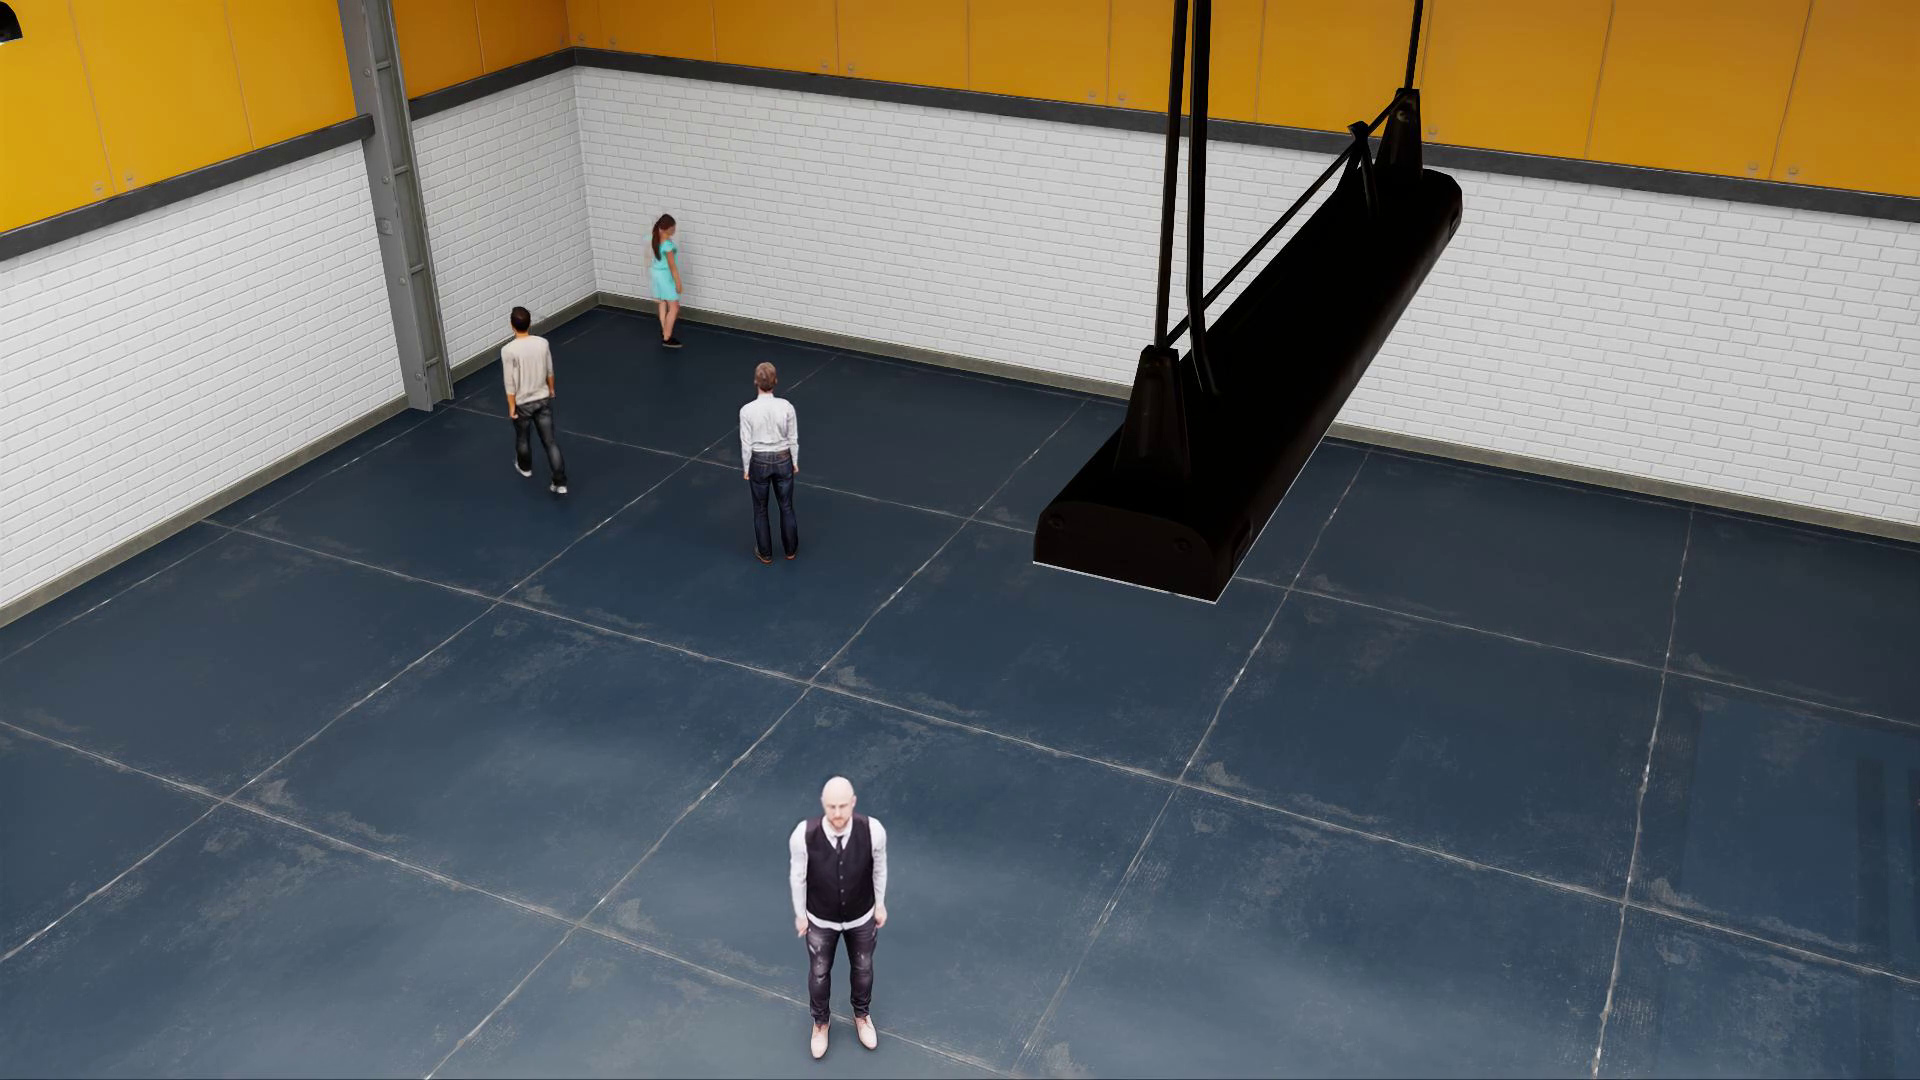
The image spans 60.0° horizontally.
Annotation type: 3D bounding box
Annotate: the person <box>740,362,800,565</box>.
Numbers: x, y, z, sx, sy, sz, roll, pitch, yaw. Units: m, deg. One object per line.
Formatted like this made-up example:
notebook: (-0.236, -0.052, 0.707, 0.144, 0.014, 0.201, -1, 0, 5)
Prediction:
person: (-1.620, -0.663, 14.214, 0.737, 1.820, 0.778, -7, 29, -13)

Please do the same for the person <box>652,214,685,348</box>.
person: (-3.344, -2.958, 18.717, 0.776, 1.537, 0.723, 20, 34, 32)

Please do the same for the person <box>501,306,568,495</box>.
person: (-3.892, -1.238, 15.327, 1.195, 1.764, 1.101, -19, 34, -31)

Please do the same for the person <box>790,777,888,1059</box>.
person: (-0.654, 2.067, 9.207, 0.782, 1.822, 0.797, -5, 29, -8)
